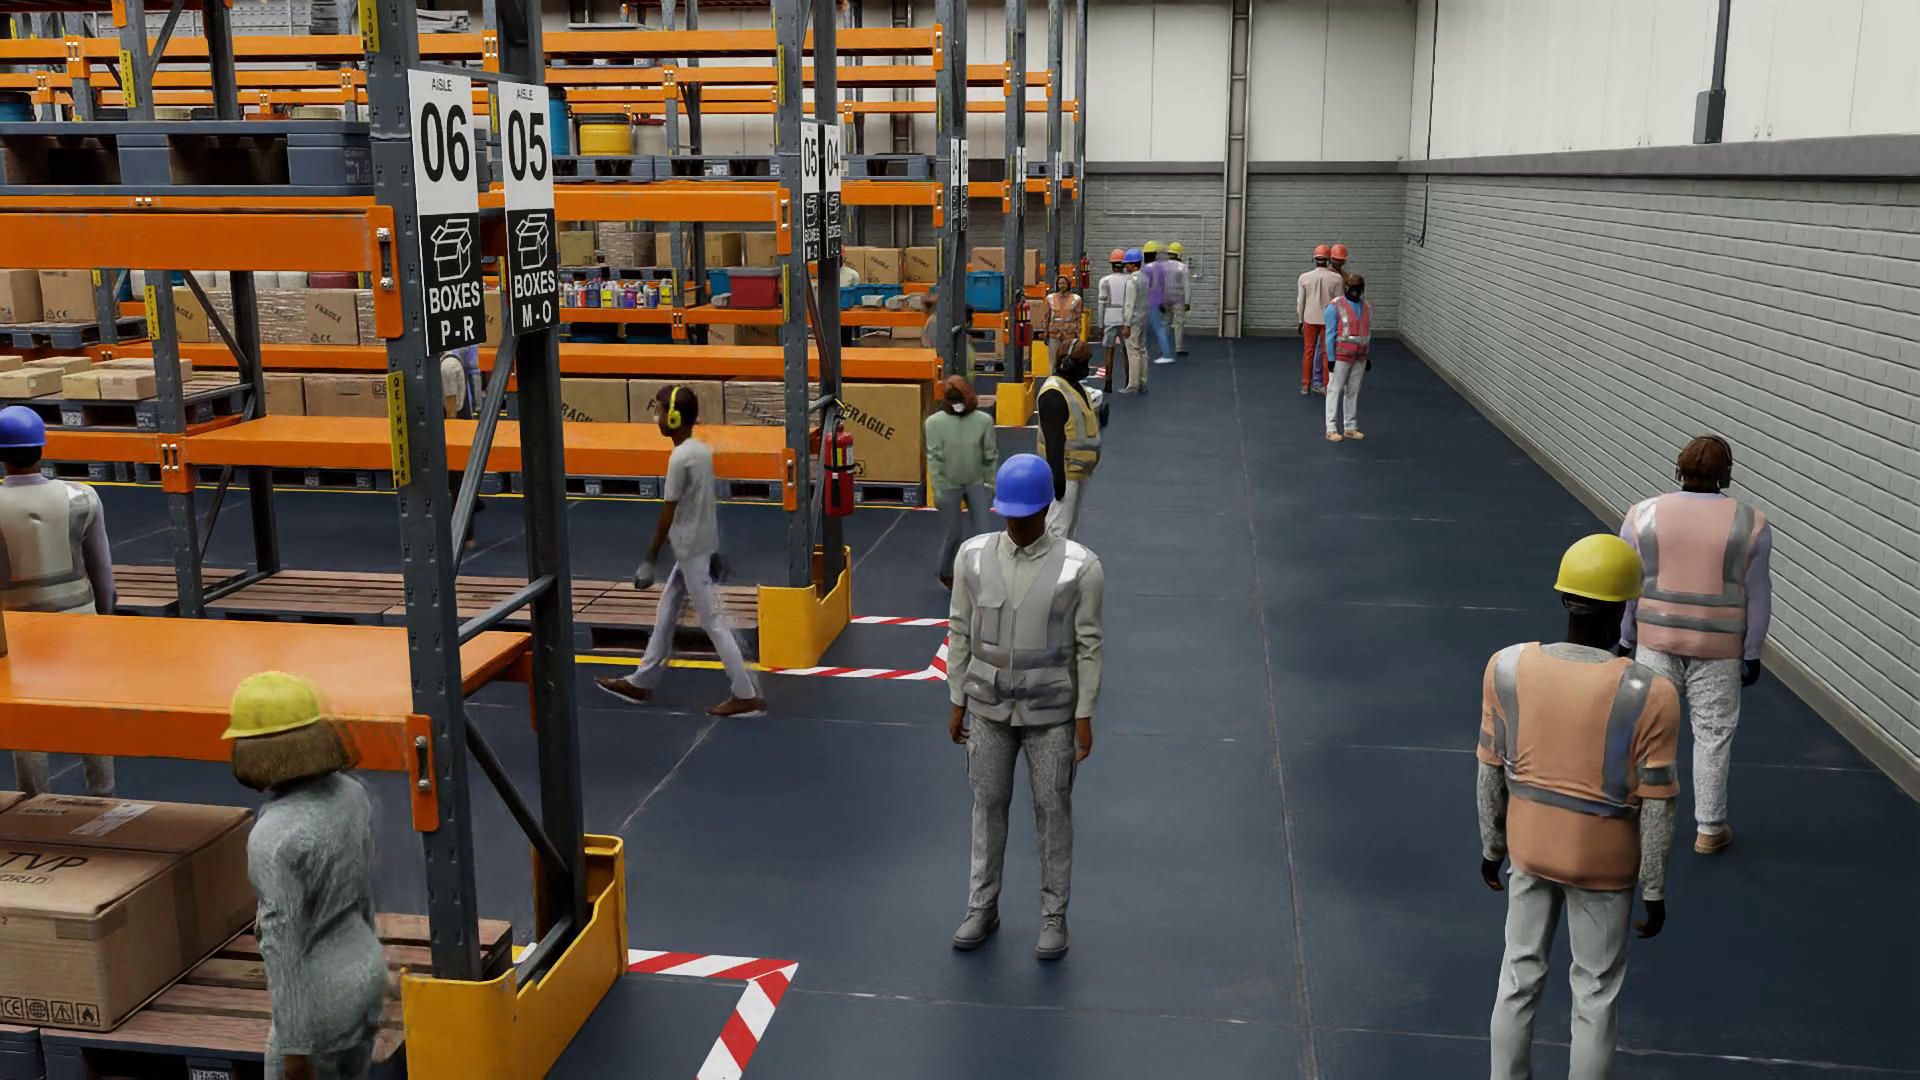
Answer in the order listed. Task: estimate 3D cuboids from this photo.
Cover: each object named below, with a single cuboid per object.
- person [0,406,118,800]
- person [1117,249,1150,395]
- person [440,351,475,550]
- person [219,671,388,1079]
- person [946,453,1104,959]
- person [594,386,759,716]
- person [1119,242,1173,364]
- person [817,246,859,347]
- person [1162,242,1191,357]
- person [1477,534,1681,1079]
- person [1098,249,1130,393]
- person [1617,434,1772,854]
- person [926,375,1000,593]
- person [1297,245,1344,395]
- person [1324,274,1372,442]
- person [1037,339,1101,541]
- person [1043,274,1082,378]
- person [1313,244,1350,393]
[{"bbox_3d":[-4.076,0.374,7.393,0.614,1.947,0.388,-10,16,-39],"label":"person"},{"bbox_3d":[2.335,-2.911,22.250,0.412,1.938,0.611,6,14,26],"label":"person"},{"bbox_3d":[-4.018,-0.832,13.112,0.346,1.836,0.515,-4,13,-19],"label":"person"},{"bbox_3d":[-1.598,1.180,4.294,0.551,1.713,0.507,2,13,10],"label":"person"},{"bbox_3d":[0.234,0.622,6.290,0.601,1.941,0.394,4,13,16],"label":"person"},{"bbox_3d":[-1.550,0.078,9.032,0.969,1.822,0.515,0,12,2],"label":"person"},{"bbox_3d":[2.927,-3.701,25.964,1.001,1.871,0.603,7,14,27],"label":"person"},{"bbox_3d":[-1.685,-3.089,22.922,0.613,1.994,0.382,1,13,6],"label":"person"},{"bbox_3d":[3.470,-3.879,26.852,0.590,1.836,0.404,10,16,37],"label":"person"},{"bbox_3d":[1.819,0.928,4.938,0.585,1.928,0.368,11,17,41],"label":"person"},{"bbox_3d":[2.124,-2.941,22.414,0.549,1.928,0.388,0,12,-1],"label":"person"},{"bbox_3d":[3.192,0.453,7.278,0.620,1.845,0.429,7,14,30],"label":"person"},{"bbox_3d":[0.015,-0.371,11.550,0.540,1.594,0.540,-3,13,-13],"label":"person"},{"bbox_3d":[4.801,-2.926,22.187,0.612,1.995,0.376,4,13,16],"label":"person"},{"bbox_3d":[4.319,-2.017,18.445,0.619,1.840,0.430,-6,14,-26],"label":"person"},{"bbox_3d":[0.750,-0.460,11.418,0.429,1.839,0.623,4,13,17],"label":"person"},{"bbox_3d":[1.342,-2.663,21.807,0.512,1.641,0.307,2,13,8],"label":"person"},{"bbox_3d":[5.039,-2.980,22.440,0.613,1.991,0.392,-7,14,-30],"label":"person"}]
